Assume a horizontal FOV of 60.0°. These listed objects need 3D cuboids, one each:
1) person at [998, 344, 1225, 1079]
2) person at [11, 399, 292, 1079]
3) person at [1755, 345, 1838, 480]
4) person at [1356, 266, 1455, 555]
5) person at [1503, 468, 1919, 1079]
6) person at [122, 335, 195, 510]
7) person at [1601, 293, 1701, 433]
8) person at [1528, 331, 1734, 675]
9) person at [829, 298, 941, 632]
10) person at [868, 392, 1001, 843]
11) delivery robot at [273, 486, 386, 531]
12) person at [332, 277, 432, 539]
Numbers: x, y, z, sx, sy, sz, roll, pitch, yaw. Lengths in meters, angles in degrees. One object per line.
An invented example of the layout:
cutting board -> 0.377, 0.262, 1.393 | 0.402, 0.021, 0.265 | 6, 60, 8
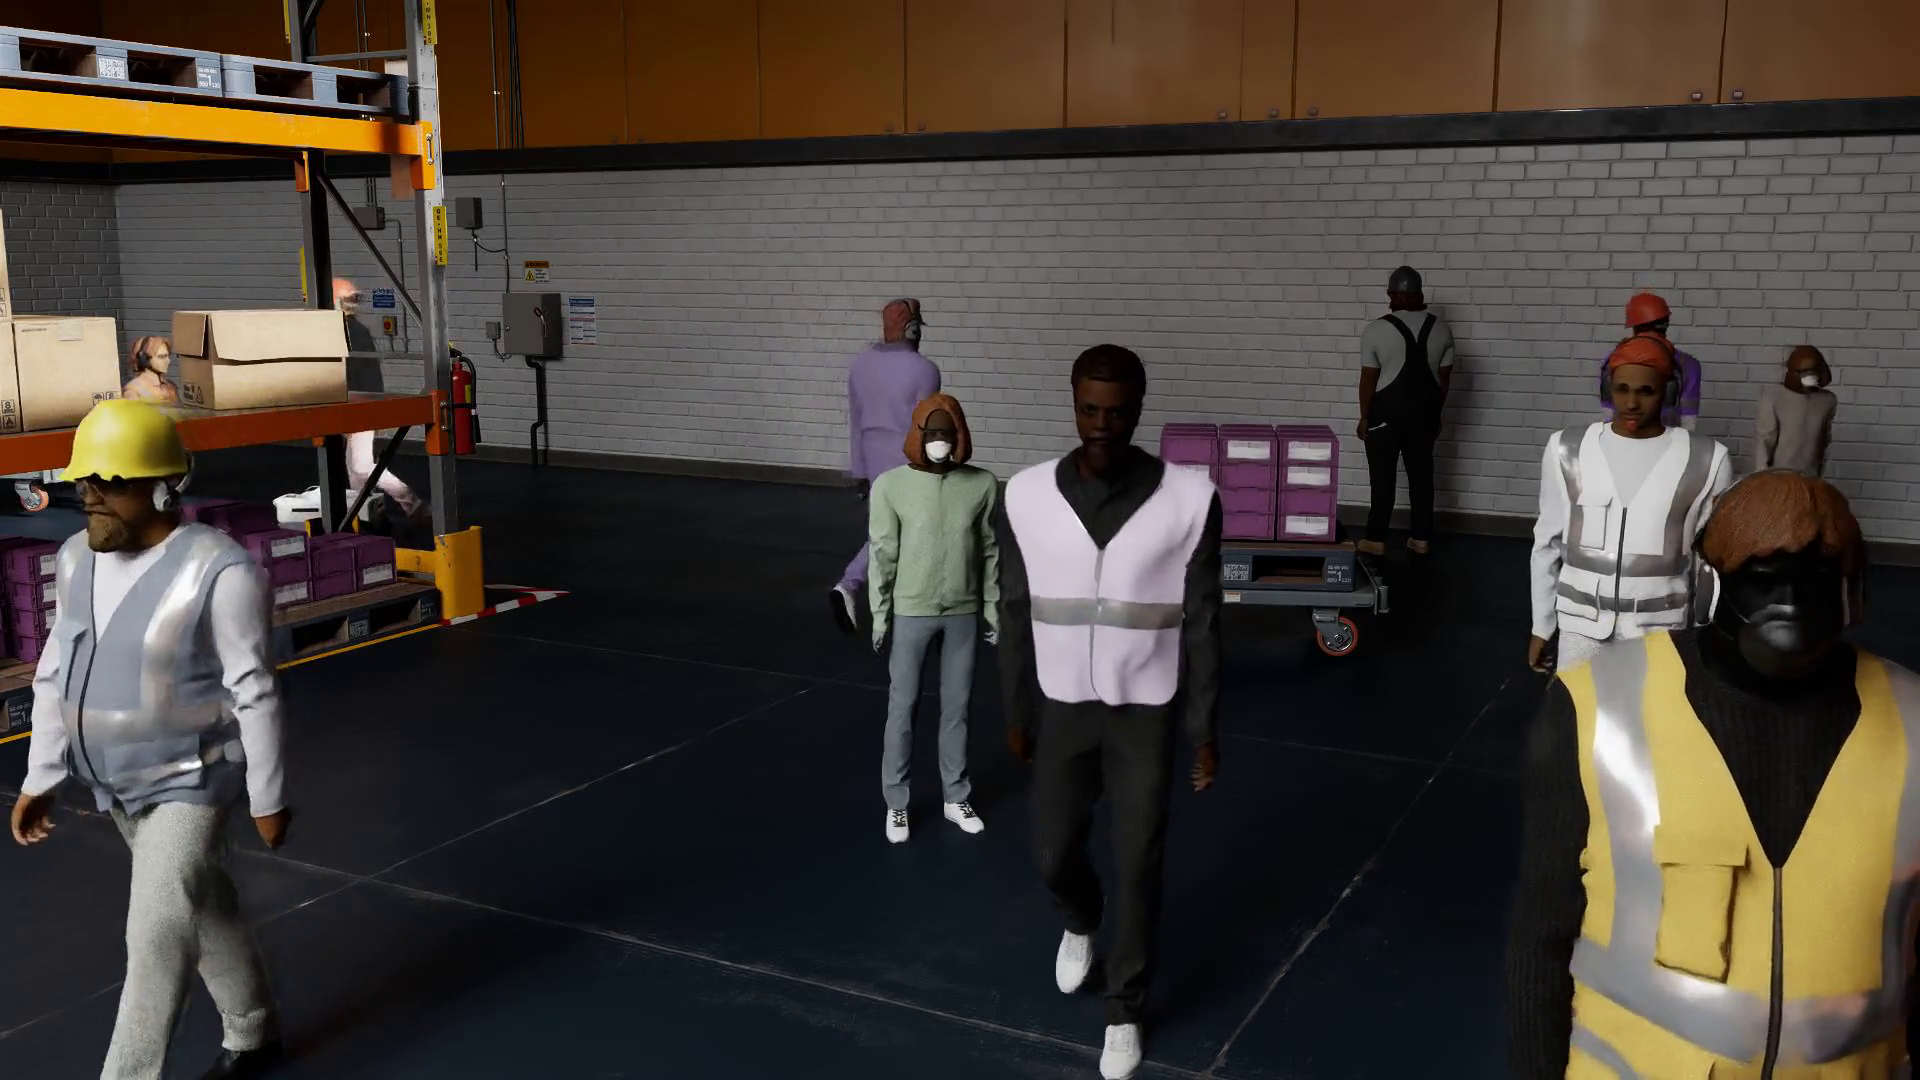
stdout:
person -> 0.400, 0.429, 4.409 | 0.598, 1.905, 0.505 | 2, 10, 12
person -> -1.948, 0.574, 3.877 | 0.598, 1.788, 0.913 | 5, 11, 27
person -> 4.902, -0.348, 9.786 | 0.525, 1.587, 0.839 | -1, 10, -5
person -> 3.095, -0.915, 11.772 | 0.682, 2.000, 0.538 | -2, 10, -11
person -> 1.095, 0.808, 2.383 | 0.625, 1.844, 0.429 | 2, 10, 12
person -> -4.866, -0.421, 10.089 | 0.313, 1.641, 0.523 | 0, 10, 2
person -> 4.121, -0.529, 9.959 | 0.554, 1.892, 0.770 | 3, 10, 17
person -> 2.096, 0.285, 5.269 | 0.574, 1.887, 0.361 | 5, 11, 28
person -> -0.372, -0.370, 9.072 | 0.649, 1.891, 0.610 | 10, 14, 44
person -> -0.084, 0.280, 6.030 | 0.507, 1.631, 0.276 | -4, 10, -20
delivery robot -> -4.436, -0.208, 11.707 | 0.707, 0.478, 0.477 | -1, 10, -5
person -> -4.339, -0.951, 12.265 | 0.766, 1.965, 0.669 | -1, 10, -8
